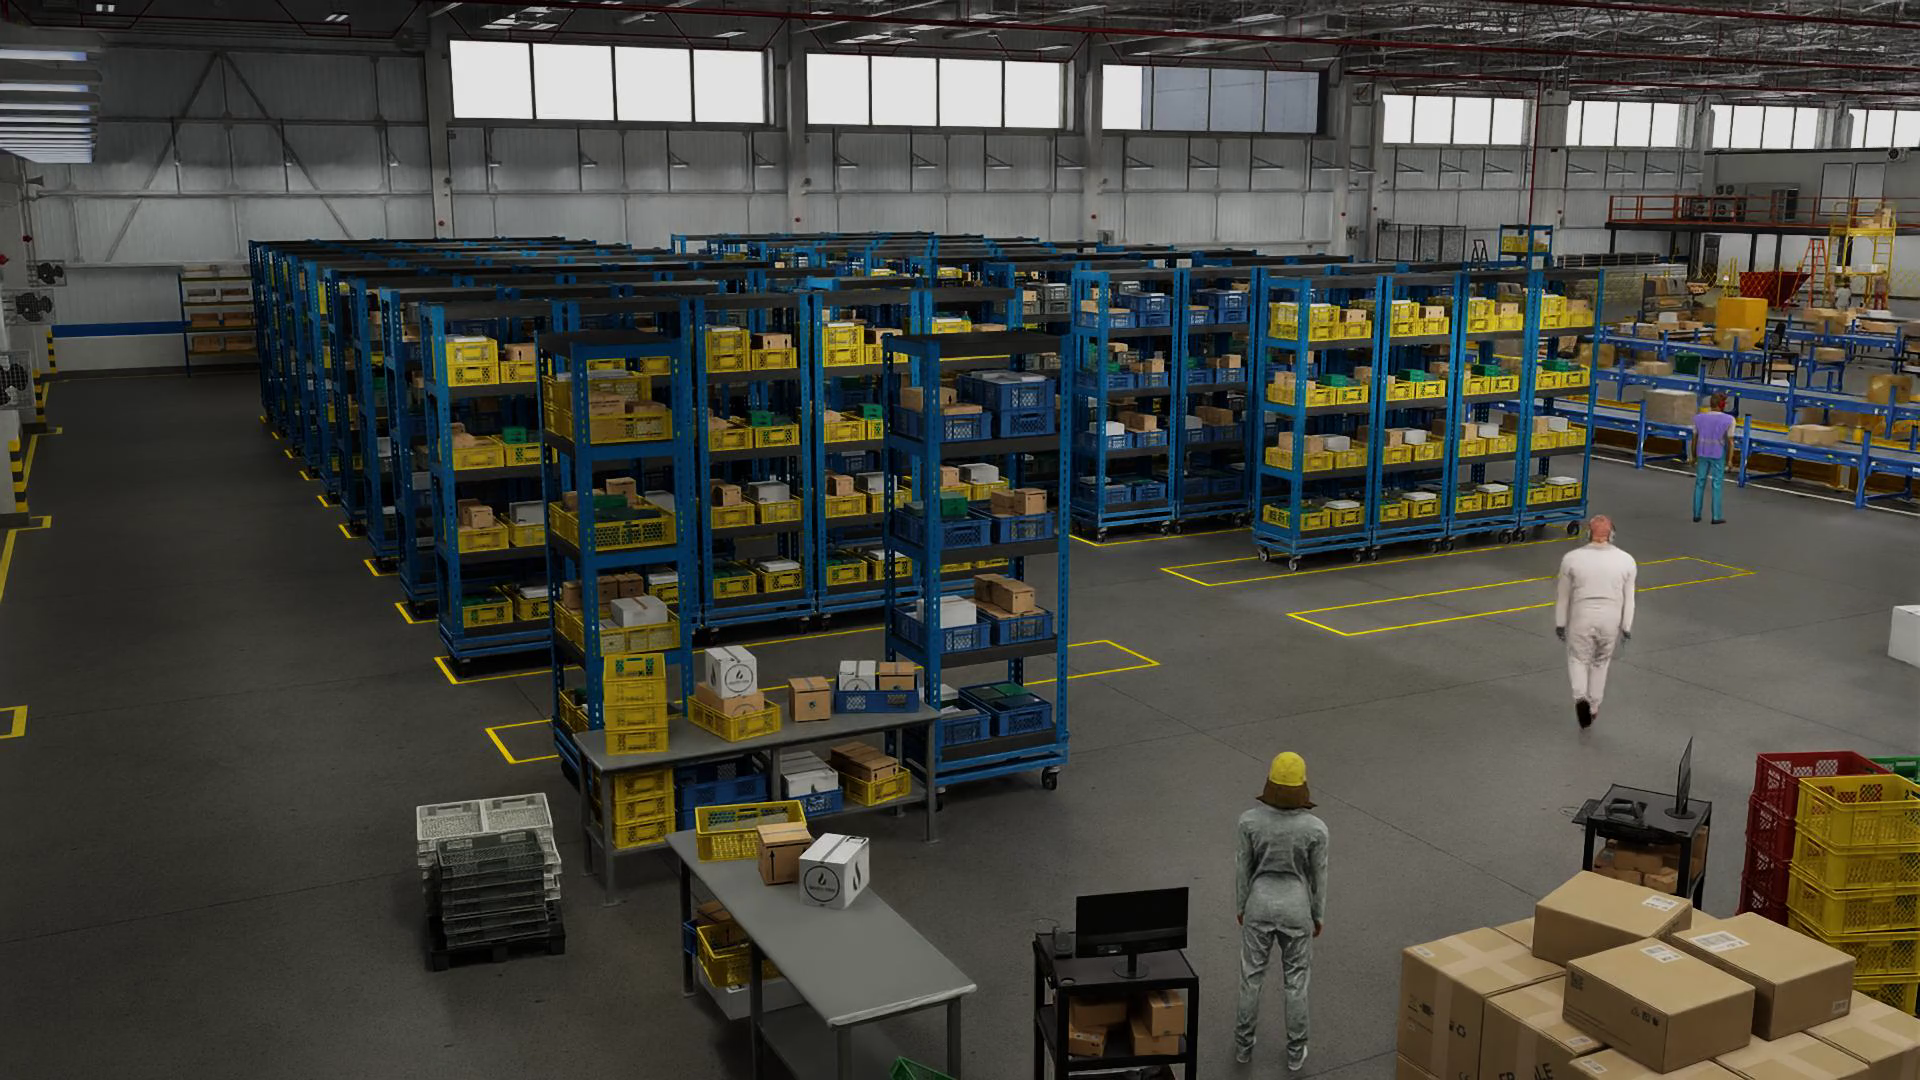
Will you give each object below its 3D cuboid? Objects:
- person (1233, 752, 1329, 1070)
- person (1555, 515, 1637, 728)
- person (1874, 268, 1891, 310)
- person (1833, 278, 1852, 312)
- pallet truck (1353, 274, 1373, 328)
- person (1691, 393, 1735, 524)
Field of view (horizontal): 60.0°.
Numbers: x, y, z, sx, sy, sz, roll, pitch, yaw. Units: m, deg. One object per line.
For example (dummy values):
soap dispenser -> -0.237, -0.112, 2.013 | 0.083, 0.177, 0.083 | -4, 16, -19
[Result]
person -> 1.720, 1.981, 8.951 | 0.485, 1.735, 0.347 | 3, 12, 15
person -> 5.543, 0.721, 14.537 | 0.651, 1.872, 0.749 | 3, 12, 13
person -> 33.144, -8.903, 59.801 | 0.520, 1.757, 0.335 | 7, 14, 30
person -> 27.423, -7.177, 51.537 | 0.545, 1.829, 0.908 | -2, 12, -11
pallet truck -> 13.011, -8.050, 55.243 | 0.823, 1.965, 1.885 | -7, 14, -28
person -> 10.520, -1.141, 23.301 | 0.564, 1.837, 0.392 | 11, 16, 41
